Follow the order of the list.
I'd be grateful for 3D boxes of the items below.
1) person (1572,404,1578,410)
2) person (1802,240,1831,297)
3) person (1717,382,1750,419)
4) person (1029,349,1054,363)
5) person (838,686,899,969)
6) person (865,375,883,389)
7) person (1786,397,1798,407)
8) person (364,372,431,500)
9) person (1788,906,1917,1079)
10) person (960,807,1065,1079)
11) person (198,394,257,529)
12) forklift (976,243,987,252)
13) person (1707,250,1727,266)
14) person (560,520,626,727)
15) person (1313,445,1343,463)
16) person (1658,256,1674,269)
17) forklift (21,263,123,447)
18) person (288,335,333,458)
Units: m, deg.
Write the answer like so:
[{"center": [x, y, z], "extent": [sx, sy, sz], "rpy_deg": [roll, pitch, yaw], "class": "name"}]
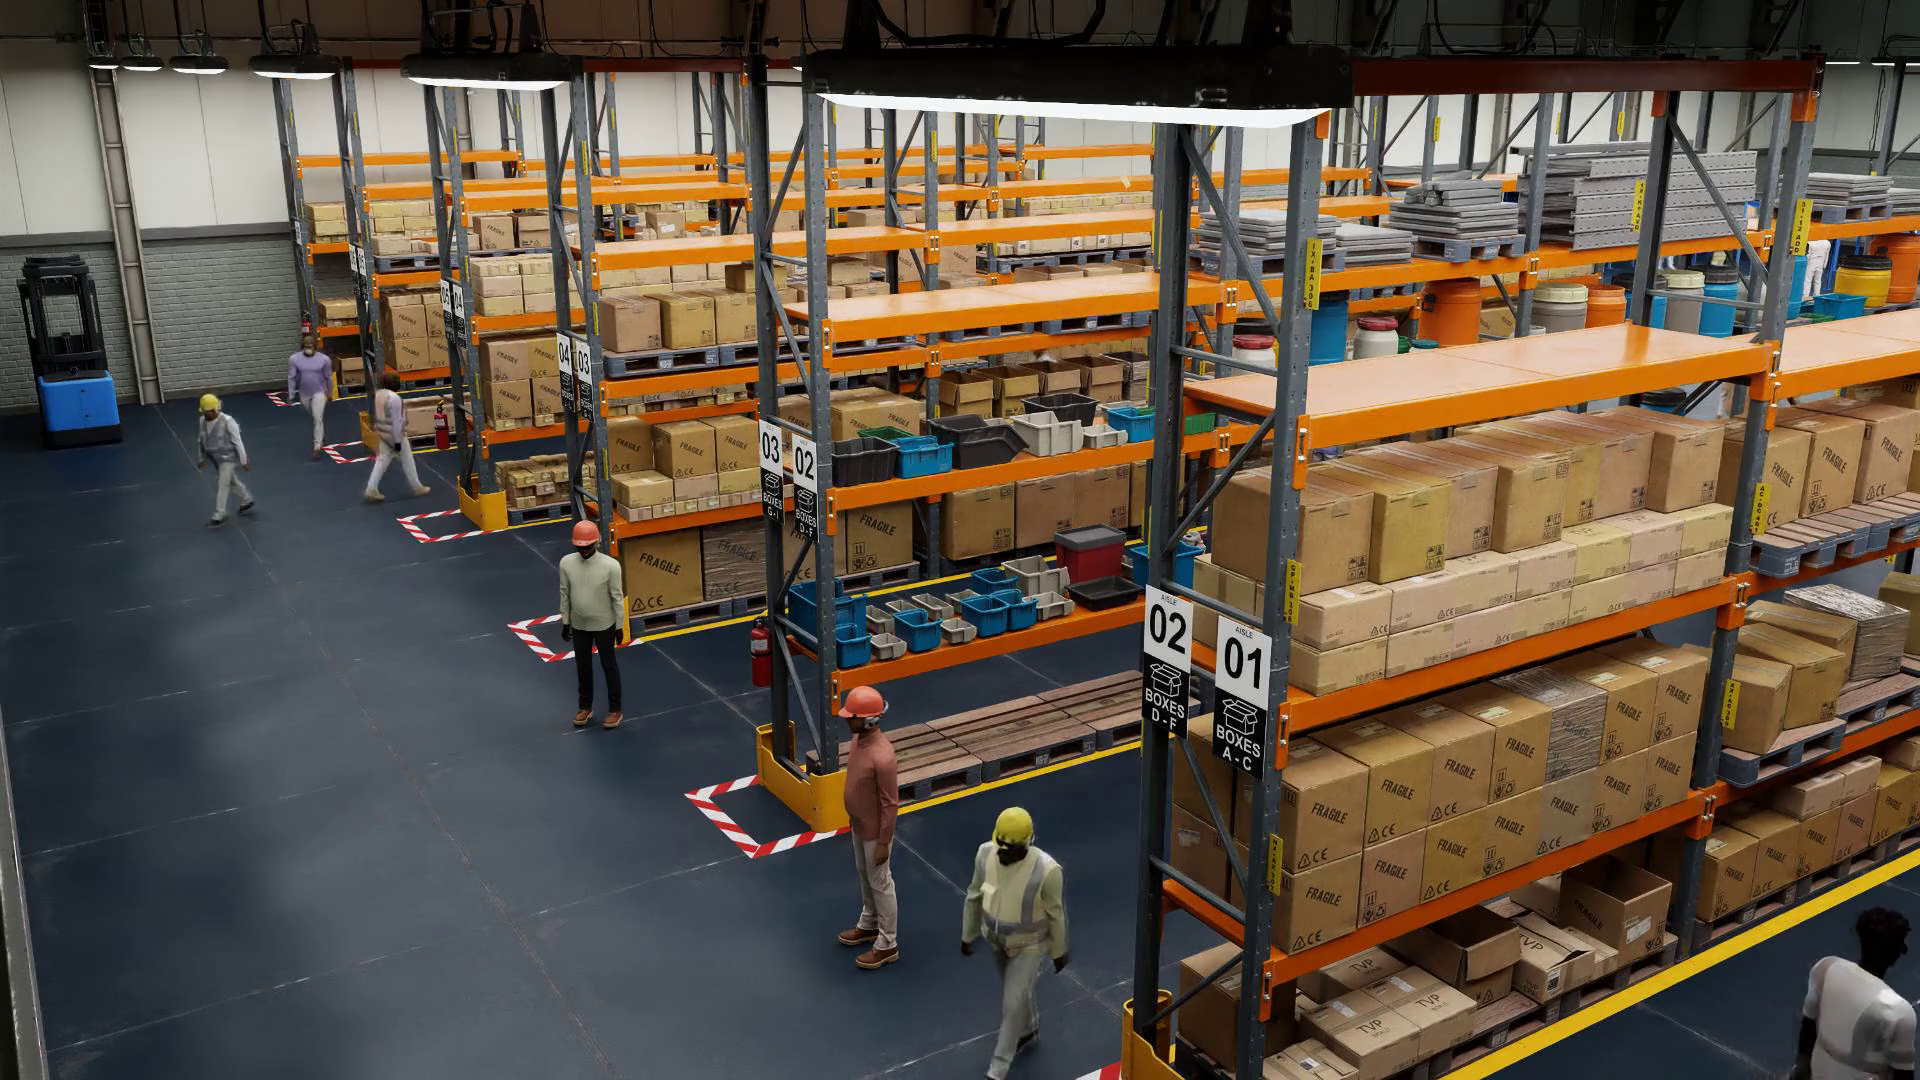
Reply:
[{"center": [11.022, -3.263, 27.950], "extent": [0.613, 1.862, 0.996], "rpy_deg": [3, 17, 11], "class": "person"}, {"center": [21.577, -6.927, 39.898], "extent": [0.655, 1.905, 0.407], "rpy_deg": [-2, 17, -6], "class": "person"}, {"center": [11.652, -1.947, 23.576], "extent": [0.552, 1.911, 0.899], "rpy_deg": [14, 22, 38], "class": "person"}, {"center": [1.290, -2.227, 24.451], "extent": [0.661, 1.926, 0.621], "rpy_deg": [-10, 20, -30], "class": "person"}, {"center": [-0.620, 1.925, 10.720], "extent": [0.385, 1.993, 0.624], "rpy_deg": [-7, 18, -22], "class": "person"}, {"center": [-1.145, -1.395, 21.883], "extent": [0.506, 1.831, 0.645], "rpy_deg": [-7, 18, -23], "class": "person"}, {"center": [14.029, -3.020, 26.947], "extent": [1.047, 1.999, 0.627], "rpy_deg": [1, 17, 2], "class": "person"}, {"center": [-8.007, -1.458, 22.149], "extent": [0.637, 1.808, 0.920], "rpy_deg": [16, 23, 41], "class": "person"}, {"center": [4.539, 2.768, 8.096], "extent": [1.006, 1.922, 0.606], "rpy_deg": [-2, 17, -7], "class": "person"}, {"center": [0.251, 2.425, 9.432], "extent": [0.629, 1.781, 0.895], "rpy_deg": [12, 21, 35], "class": "person"}, {"center": [-9.814, -1.109, 21.040], "extent": [0.623, 1.779, 0.948], "rpy_deg": [7, 18, 22], "class": "person"}, {"center": [0.988, -5.474, 34.718], "extent": [1.214, 2.155, 2.313], "rpy_deg": [-10, 20, -31], "class": "forklift"}, {"center": [19.949, -7.394, 41.551], "extent": [0.645, 1.831, 0.506], "rpy_deg": [-6, 18, -19], "class": "person"}, {"center": [-3.388, 0.765, 14.545], "extent": [0.618, 1.987, 0.405], "rpy_deg": [4, 17, 12], "class": "person"}, {"center": [4.937, -1.234, 21.170], "extent": [0.351, 1.942, 0.545], "rpy_deg": [-11, 20, -32], "class": "person"}, {"center": [19.422, -7.900, 43.232], "extent": [0.512, 1.834, 0.837], "rpy_deg": [-5, 18, -17], "class": "person"}, {"center": [-14.518, -3.079, 25.708], "extent": [1.129, 2.768, 1.873], "rpy_deg": [-10, 20, -31], "class": "forklift"}, {"center": [-10.152, -2.303, 24.787], "extent": [0.647, 1.892, 1.051], "rpy_deg": [-2, 17, -7], "class": "person"}]
